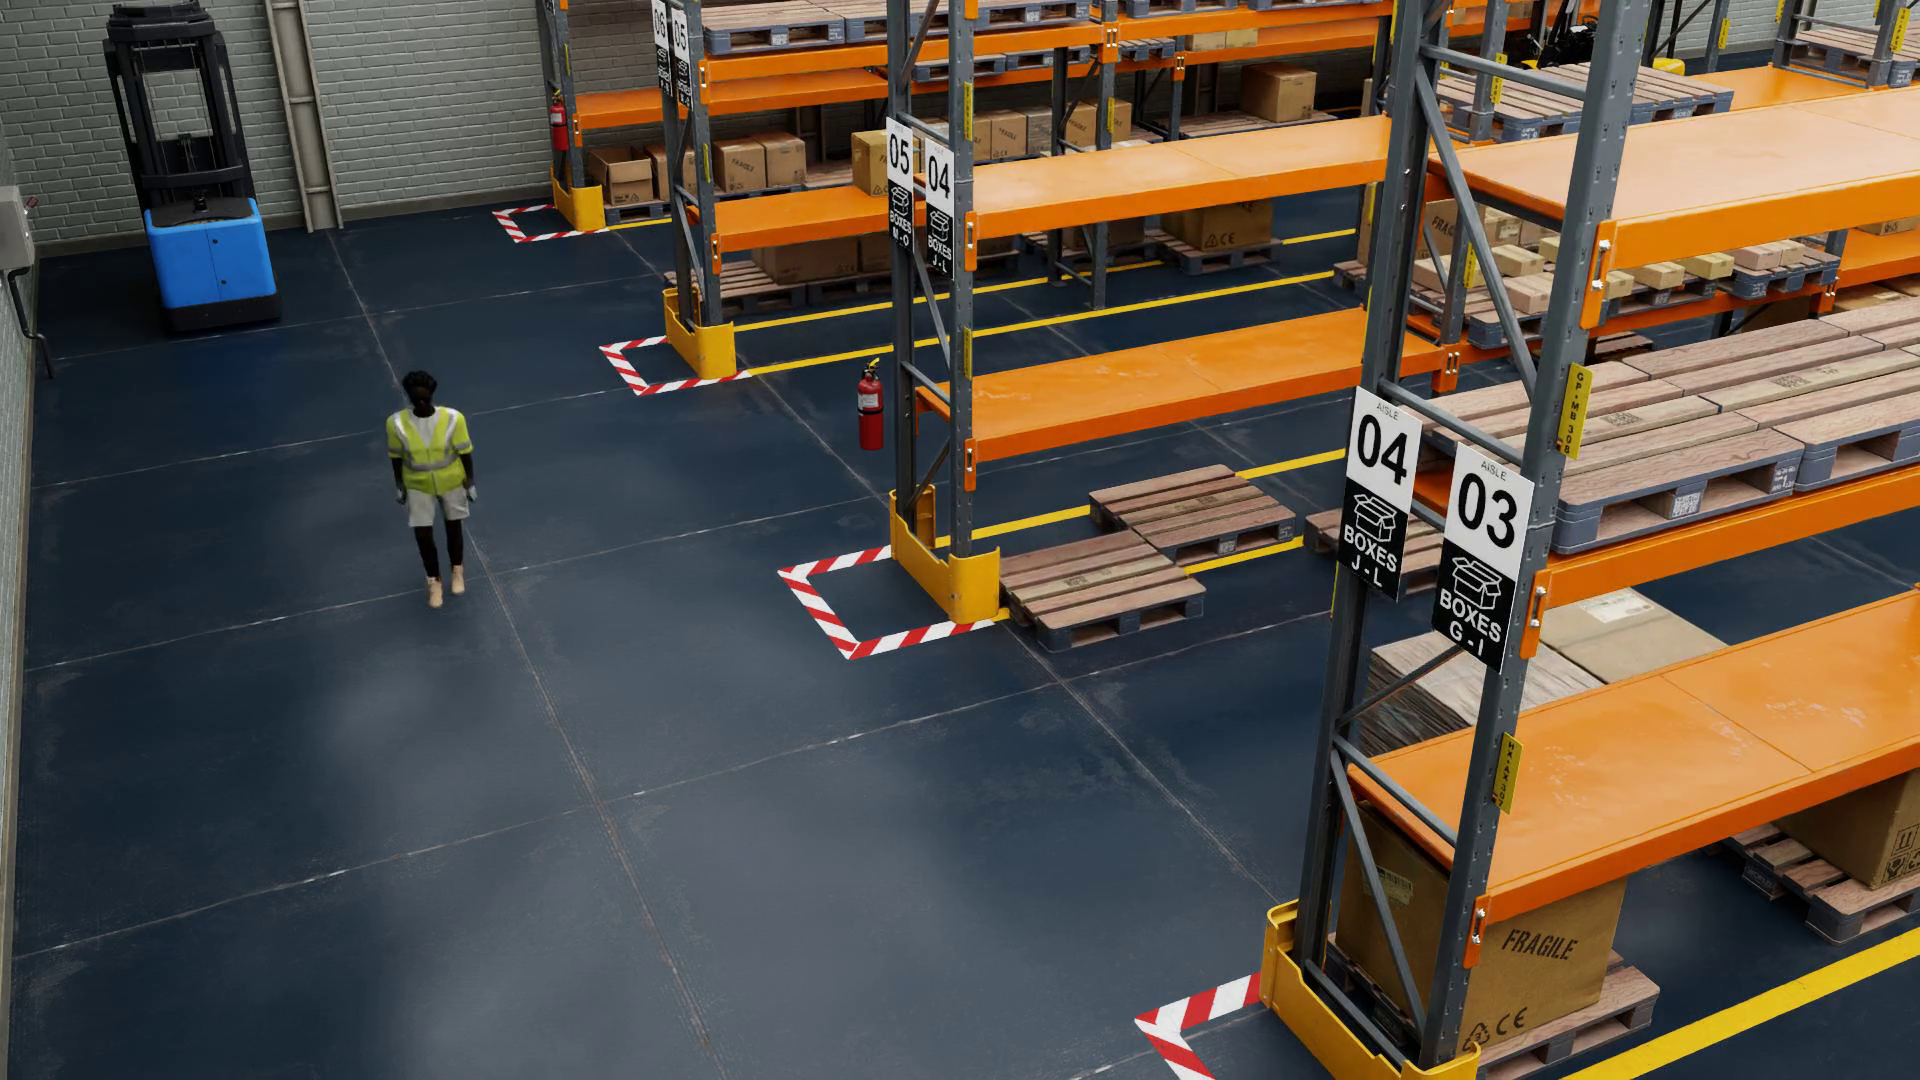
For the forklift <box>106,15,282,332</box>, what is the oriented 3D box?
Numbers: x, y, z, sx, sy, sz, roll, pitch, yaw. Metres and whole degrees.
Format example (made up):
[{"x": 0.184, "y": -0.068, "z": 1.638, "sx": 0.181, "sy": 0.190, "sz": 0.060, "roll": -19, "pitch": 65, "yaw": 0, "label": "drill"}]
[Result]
[{"x": -7.548, "y": -3.672, "z": 16.323, "sx": 1.129, "sy": 2.768, "sz": 1.873, "roll": -12, "pitch": 30, "yaw": -22, "label": "forklift"}]

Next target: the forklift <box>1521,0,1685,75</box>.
[{"x": 8.950, "y": -6.807, "z": 23.056, "sx": 1.214, "sy": 2.155, "sz": 2.313, "roll": -12, "pitch": 30, "yaw": -22, "label": "forklift"}]

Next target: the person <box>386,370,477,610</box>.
[{"x": -3.520, "y": -0.327, "z": 11.181, "sx": 0.551, "sy": 1.677, "sz": 0.570, "roll": -8, "pitch": 29, "yaw": -15, "label": "person"}]
